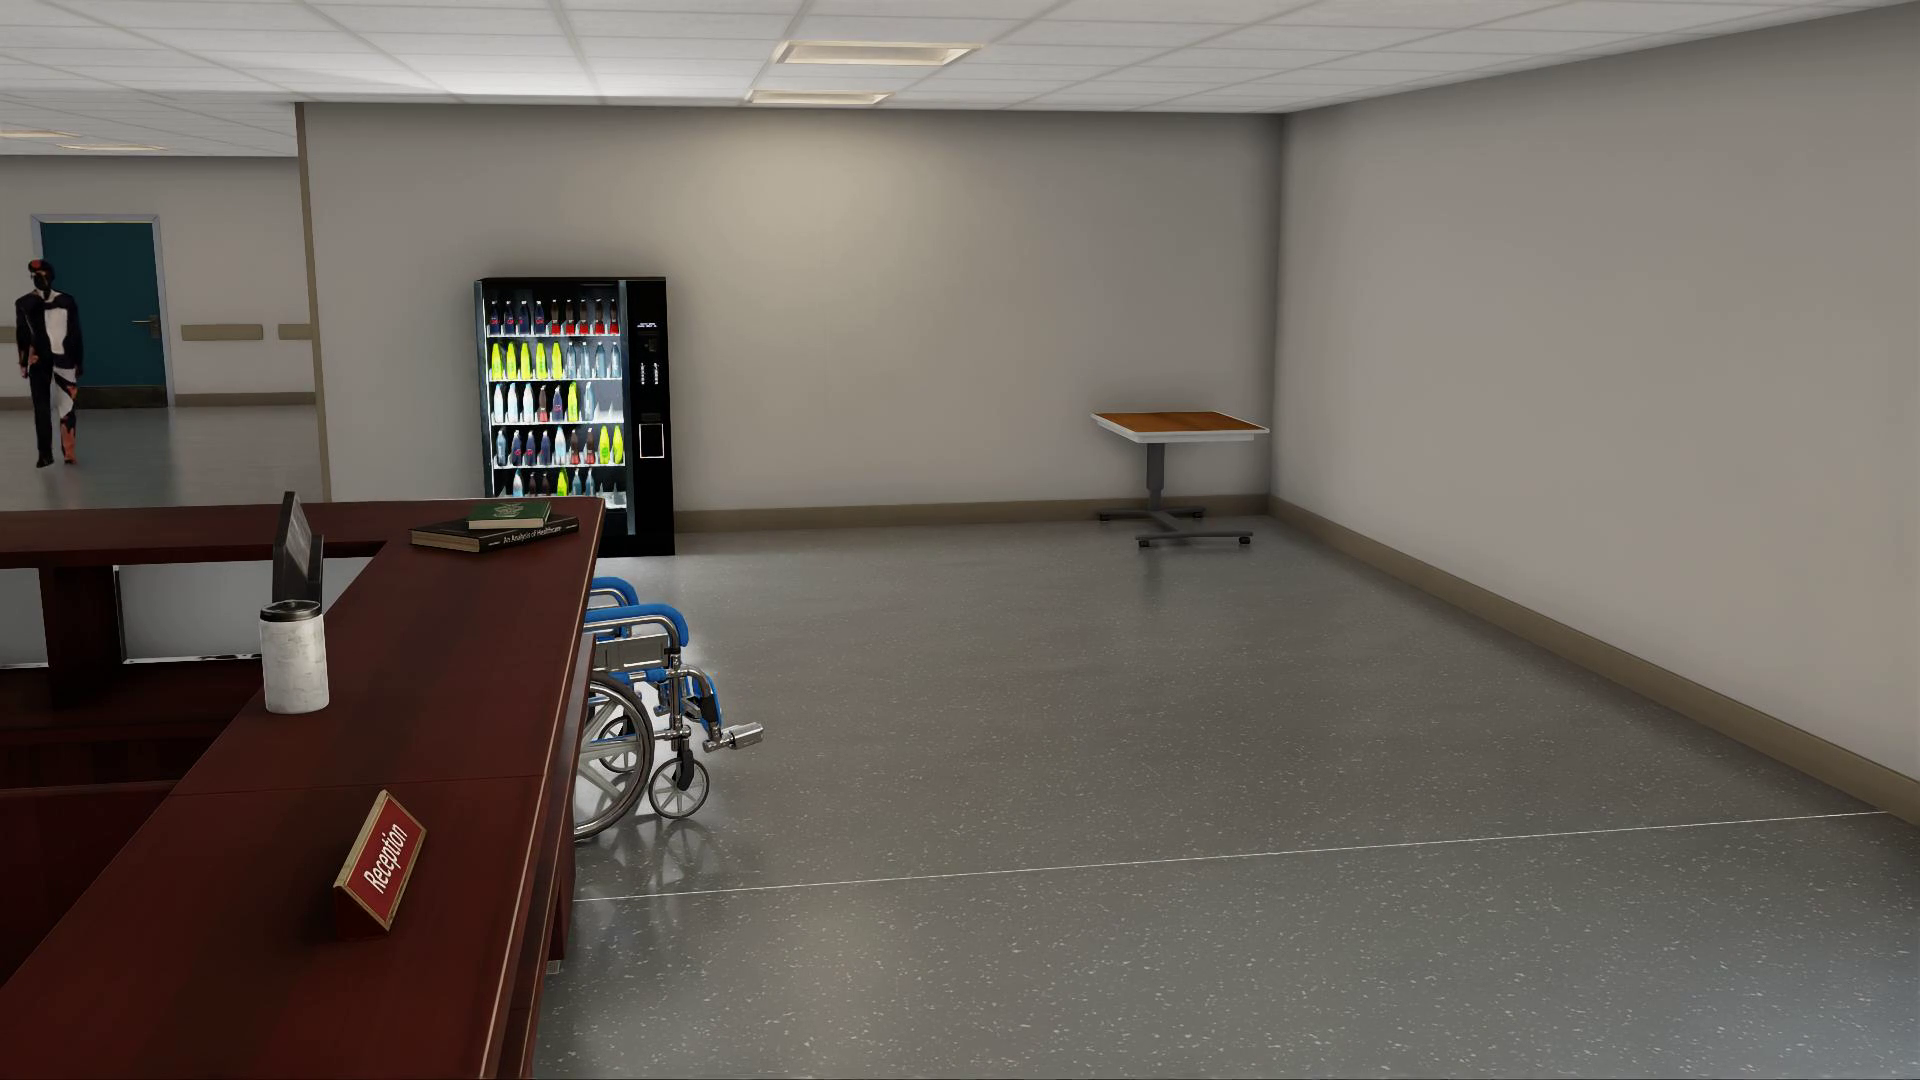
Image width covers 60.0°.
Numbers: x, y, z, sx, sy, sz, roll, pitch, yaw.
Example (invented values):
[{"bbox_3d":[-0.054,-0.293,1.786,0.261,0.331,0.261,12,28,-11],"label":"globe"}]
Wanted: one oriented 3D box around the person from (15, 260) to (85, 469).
[{"bbox_3d":[-8.241,-1.593,15.126,0.893,1.862,0.892,-6,12,-28],"label":"person"}]
